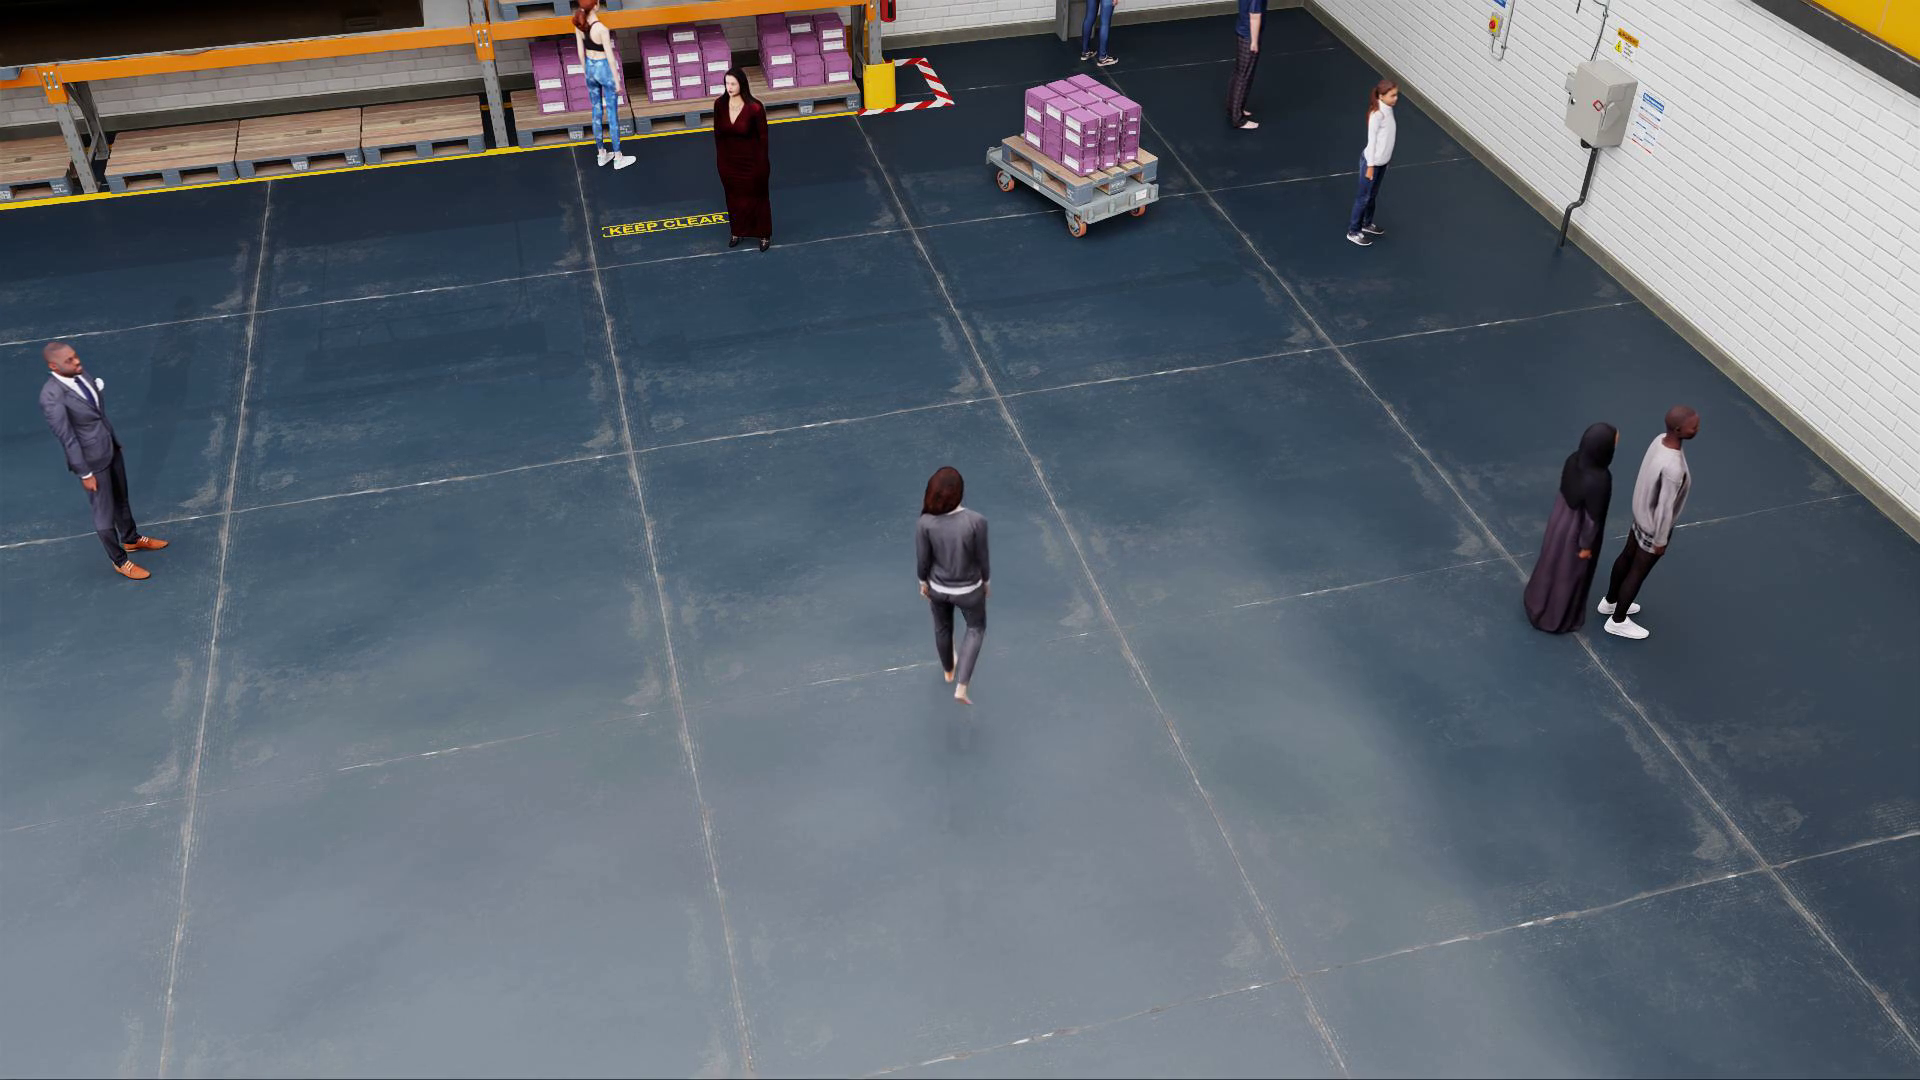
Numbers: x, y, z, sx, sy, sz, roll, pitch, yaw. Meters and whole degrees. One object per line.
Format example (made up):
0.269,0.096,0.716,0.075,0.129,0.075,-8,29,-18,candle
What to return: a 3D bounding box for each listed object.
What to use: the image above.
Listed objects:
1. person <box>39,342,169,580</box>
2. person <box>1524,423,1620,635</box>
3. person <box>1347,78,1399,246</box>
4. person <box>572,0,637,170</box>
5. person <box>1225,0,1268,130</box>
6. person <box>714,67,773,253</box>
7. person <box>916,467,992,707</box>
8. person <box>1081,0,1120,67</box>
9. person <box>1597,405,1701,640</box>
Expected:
-5.956,-0.581,11.459,0.697,1.824,0.755,0,39,0,person
4.078,-0.099,11.023,0.624,1.616,0.657,-5,39,-6,person
3.823,-3.513,15.344,0.687,1.559,0.618,25,45,28,person
-3.553,-4.553,16.465,0.686,1.784,0.750,17,42,21,person
2.991,-5.228,17.241,0.619,1.871,0.708,-2,39,-2,person
-1.965,-3.456,15.113,0.734,1.756,0.835,10,40,13,person
-0.031,0.321,10.382,0.917,1.759,0.874,5,39,6,person
1.563,-6.184,18.564,0.770,1.712,0.752,-31,48,-33,person
4.542,-0.139,10.948,0.659,1.772,0.688,4,39,5,person
